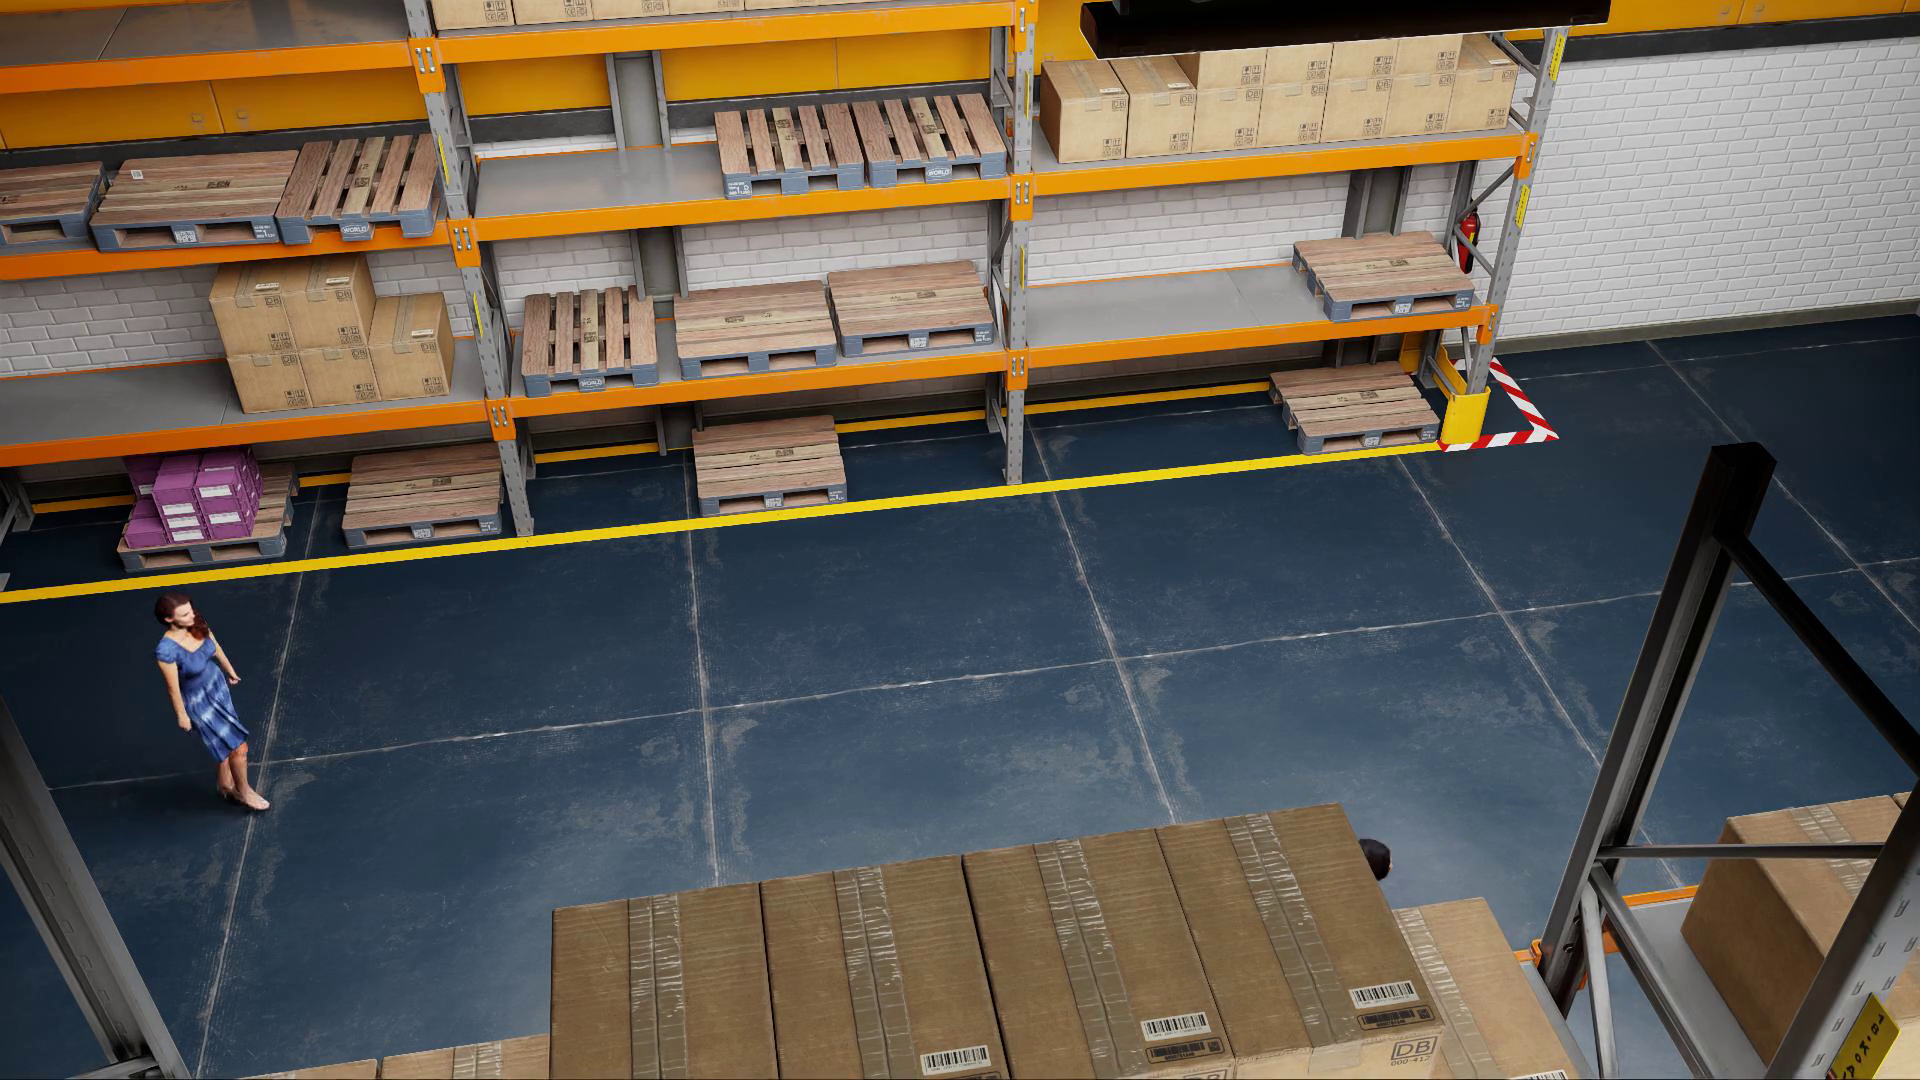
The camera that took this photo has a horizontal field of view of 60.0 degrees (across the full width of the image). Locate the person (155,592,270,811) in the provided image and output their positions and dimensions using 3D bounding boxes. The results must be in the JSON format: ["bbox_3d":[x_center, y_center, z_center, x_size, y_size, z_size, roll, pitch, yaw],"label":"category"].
[{"bbox_3d":[-4.843,1.043,10.538,0.788,1.794,0.733,2,39,2],"label":"person"}]
